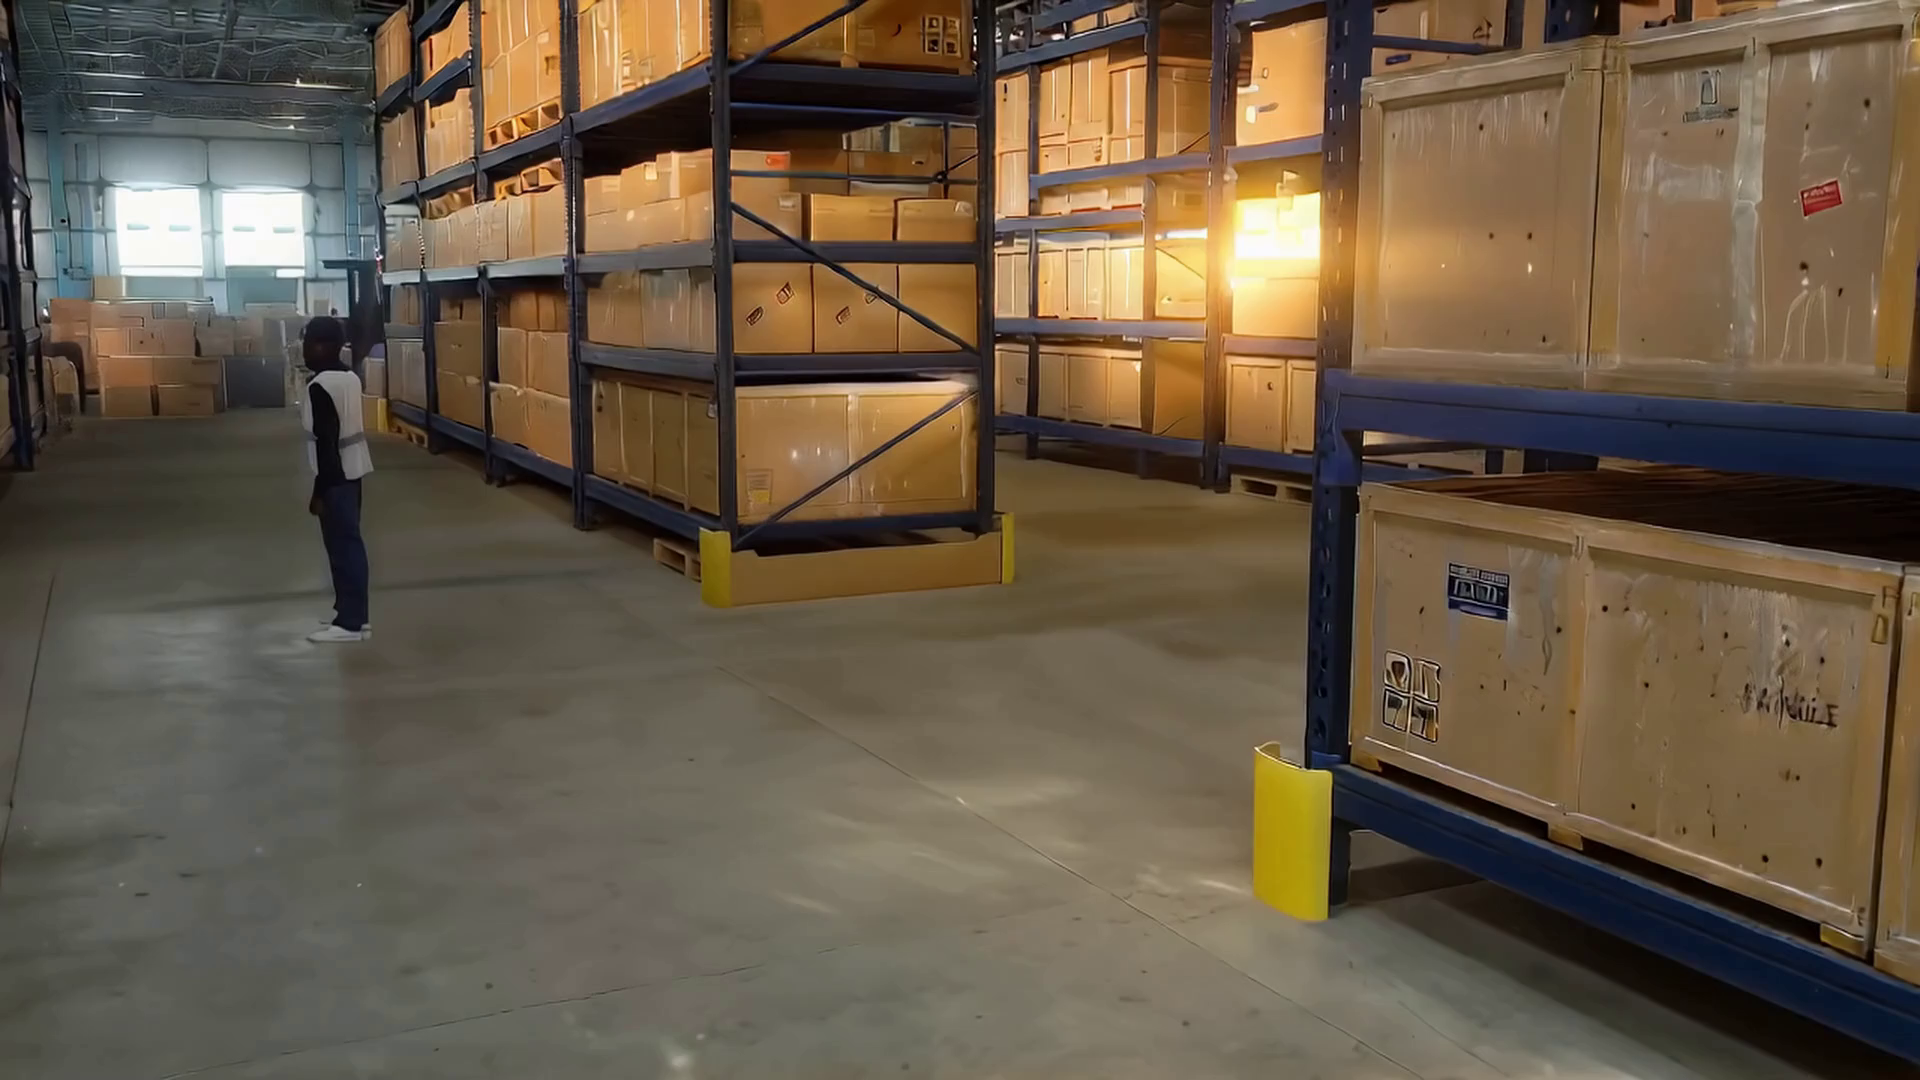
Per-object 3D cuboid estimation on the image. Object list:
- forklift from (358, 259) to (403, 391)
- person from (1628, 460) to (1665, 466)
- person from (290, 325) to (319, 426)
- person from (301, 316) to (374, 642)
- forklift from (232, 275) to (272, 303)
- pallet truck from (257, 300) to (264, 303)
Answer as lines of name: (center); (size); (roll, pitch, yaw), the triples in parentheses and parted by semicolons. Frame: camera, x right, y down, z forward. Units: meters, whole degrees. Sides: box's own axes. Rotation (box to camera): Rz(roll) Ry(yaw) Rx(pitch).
forklift: (-11.779, -4.338, 34.003); (1.873, 2.768, 1.129); (3, 9, 23)
person: (5.180, -0.591, 12.449); (0.335, 1.625, 0.553); (-3, 9, -20)
person: (-10.066, -2.513, 25.703); (0.540, 1.622, 0.446); (-3, 9, -19)
person: (-3.690, -0.358, 9.846); (0.392, 1.922, 0.592); (-1, 8, -7)
forklift: (-17.112, -5.252, 40.304); (1.129, 2.768, 1.873); (-4, 9, -26)
pallet truck: (-23.913, -7.404, 58.171); (1.885, 1.965, 0.823); (-1, 8, -9)
